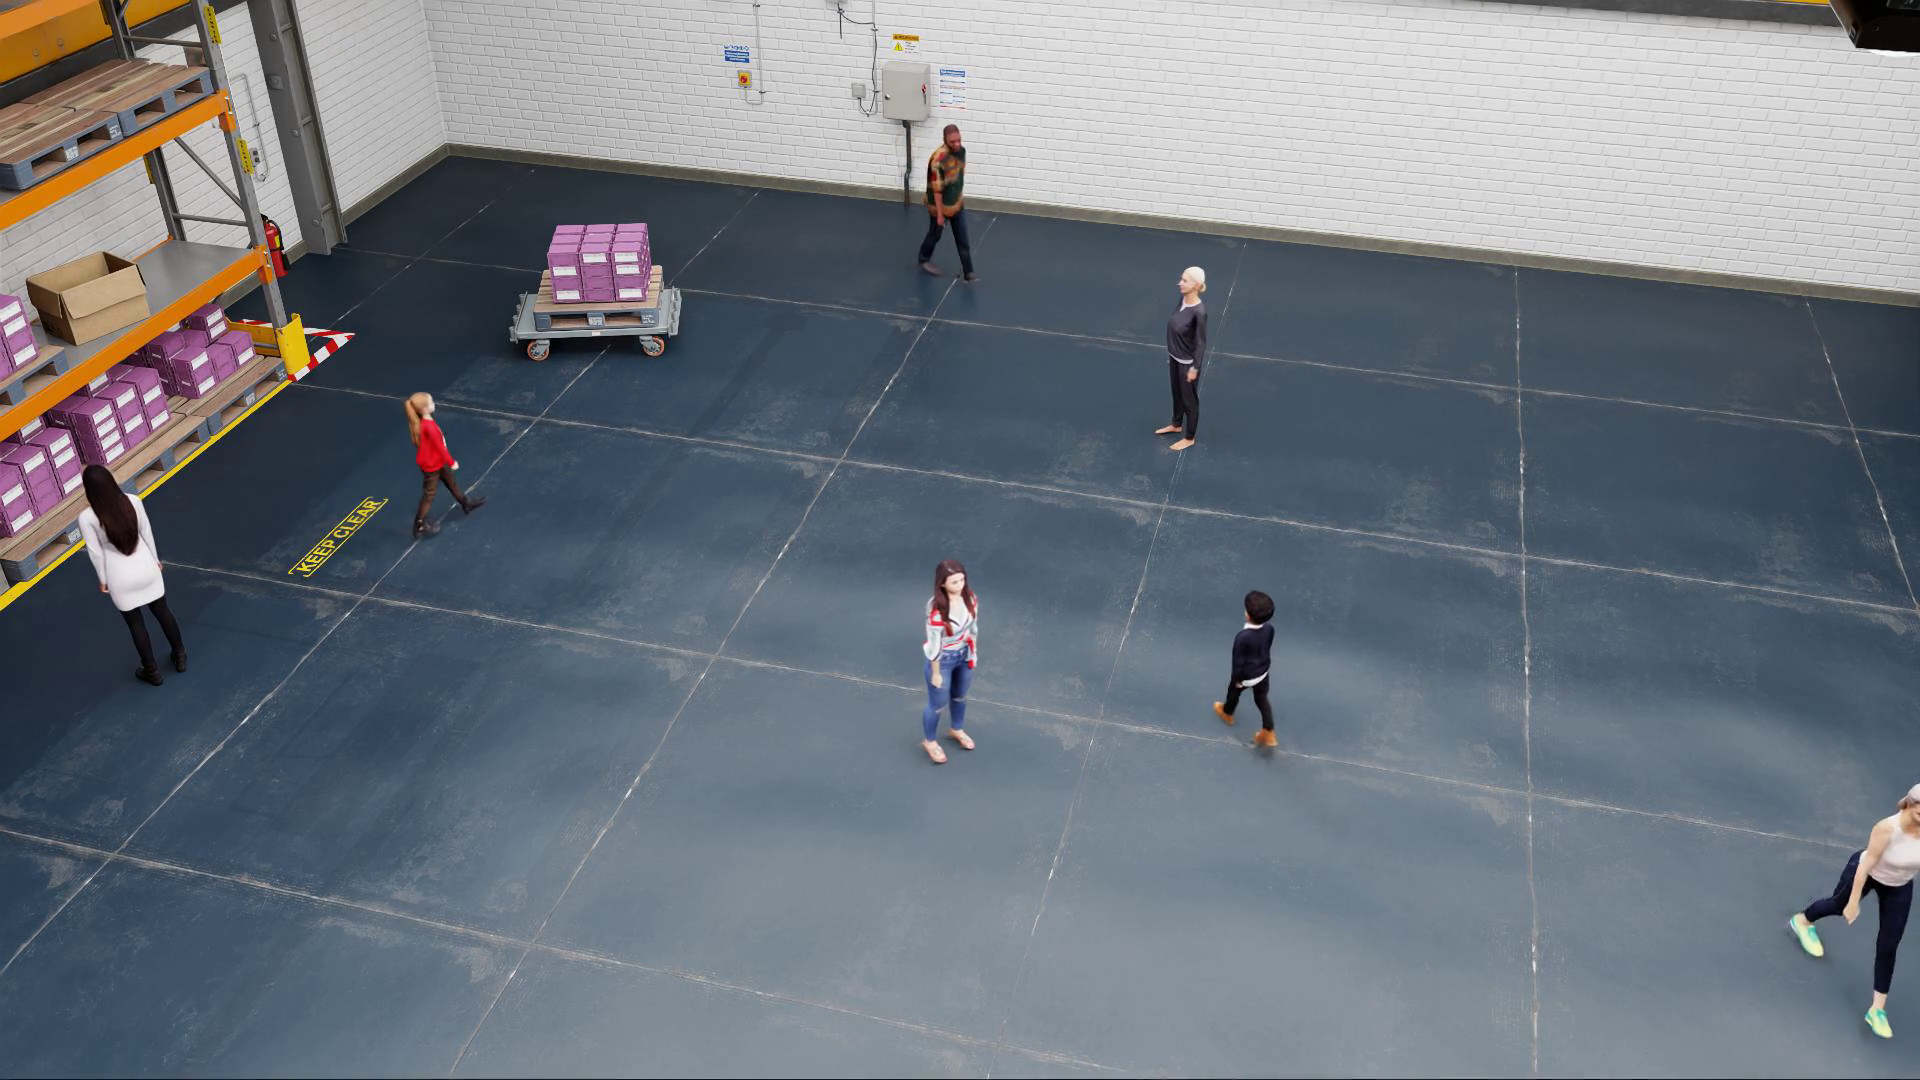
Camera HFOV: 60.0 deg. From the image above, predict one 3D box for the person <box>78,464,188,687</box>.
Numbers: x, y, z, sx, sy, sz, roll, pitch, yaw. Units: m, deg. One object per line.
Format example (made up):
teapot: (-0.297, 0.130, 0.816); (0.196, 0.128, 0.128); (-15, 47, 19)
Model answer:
person: (-5.963, 0.249, 11.953); (0.743, 1.807, 0.620); (28, 42, 35)

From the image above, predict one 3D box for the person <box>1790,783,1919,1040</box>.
person: (5.223, 1.926, 9.571); (0.891, 1.651, 1.275); (-4, 34, -7)

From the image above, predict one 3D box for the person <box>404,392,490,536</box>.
person: (-4.412, -0.607, 13.742); (0.930, 1.251, 0.871); (-18, 38, -25)

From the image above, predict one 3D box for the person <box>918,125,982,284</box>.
person: (-0.212, -3.627, 17.827); (1.131, 1.760, 1.216); (25, 41, 33)

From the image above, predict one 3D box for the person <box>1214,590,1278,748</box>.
person: (2.062, 0.905, 11.511); (0.813, 1.205, 0.899); (-15, 37, -21)

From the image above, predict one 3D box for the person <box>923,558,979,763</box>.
person: (-0.079, 0.801, 11.300); (0.644, 1.610, 0.732); (-23, 40, -31)

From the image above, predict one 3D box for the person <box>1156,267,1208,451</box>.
person: (2.027, -1.651, 14.885); (0.745, 1.725, 0.646); (-11, 35, -17)
